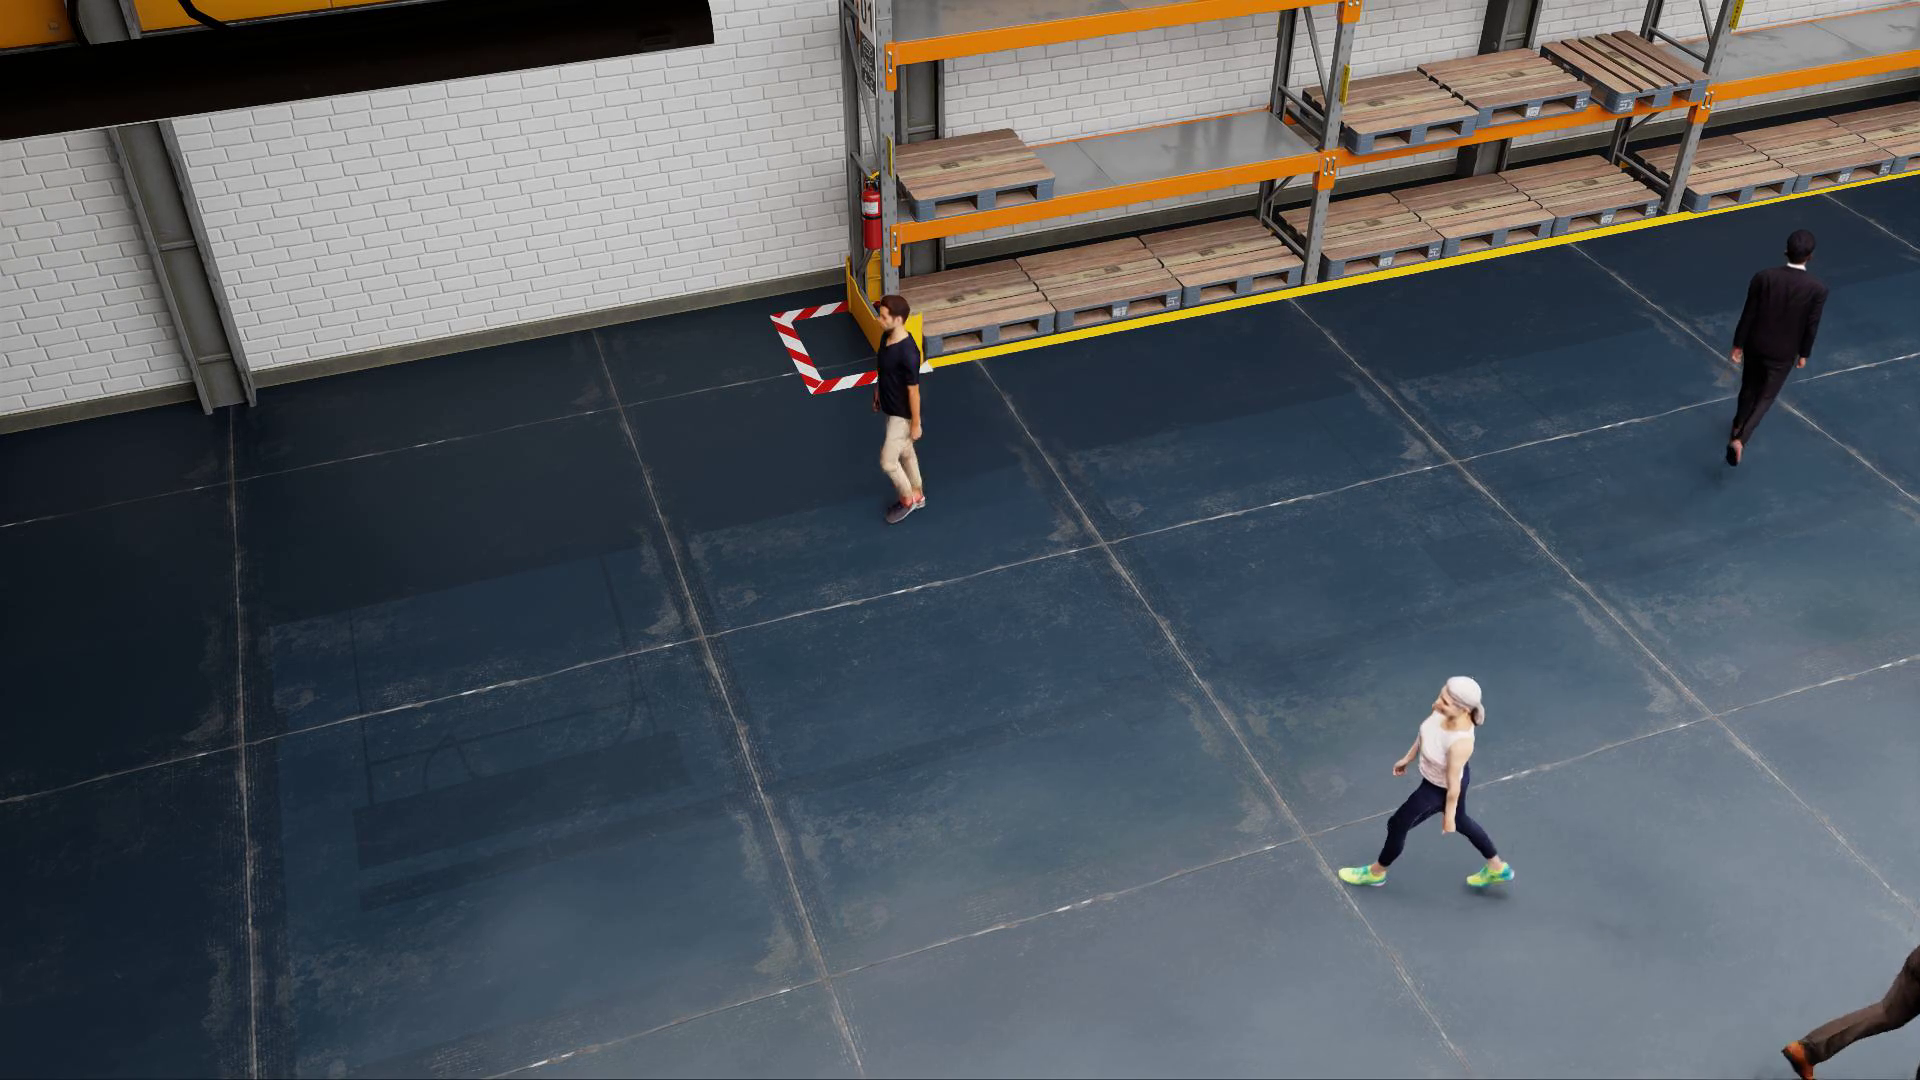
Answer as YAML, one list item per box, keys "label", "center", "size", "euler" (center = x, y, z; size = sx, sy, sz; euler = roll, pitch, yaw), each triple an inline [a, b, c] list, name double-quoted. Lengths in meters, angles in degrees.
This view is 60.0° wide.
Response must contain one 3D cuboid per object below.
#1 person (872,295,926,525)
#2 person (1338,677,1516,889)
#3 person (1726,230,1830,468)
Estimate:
- label: "person"
  center: [-0.340, -0.949, 11.955]
  size: [0.623, 1.843, 0.684]
  euler: [-15, 41, -18]
- label: "person"
  center: [2.754, 1.384, 9.180]
  size: [1.280, 1.659, 1.015]
  euler: [7, 39, 8]
- label: "person"
  center: [6.091, -1.415, 12.525]
  size: [1.099, 1.860, 1.263]
  euler: [24, 45, 27]
